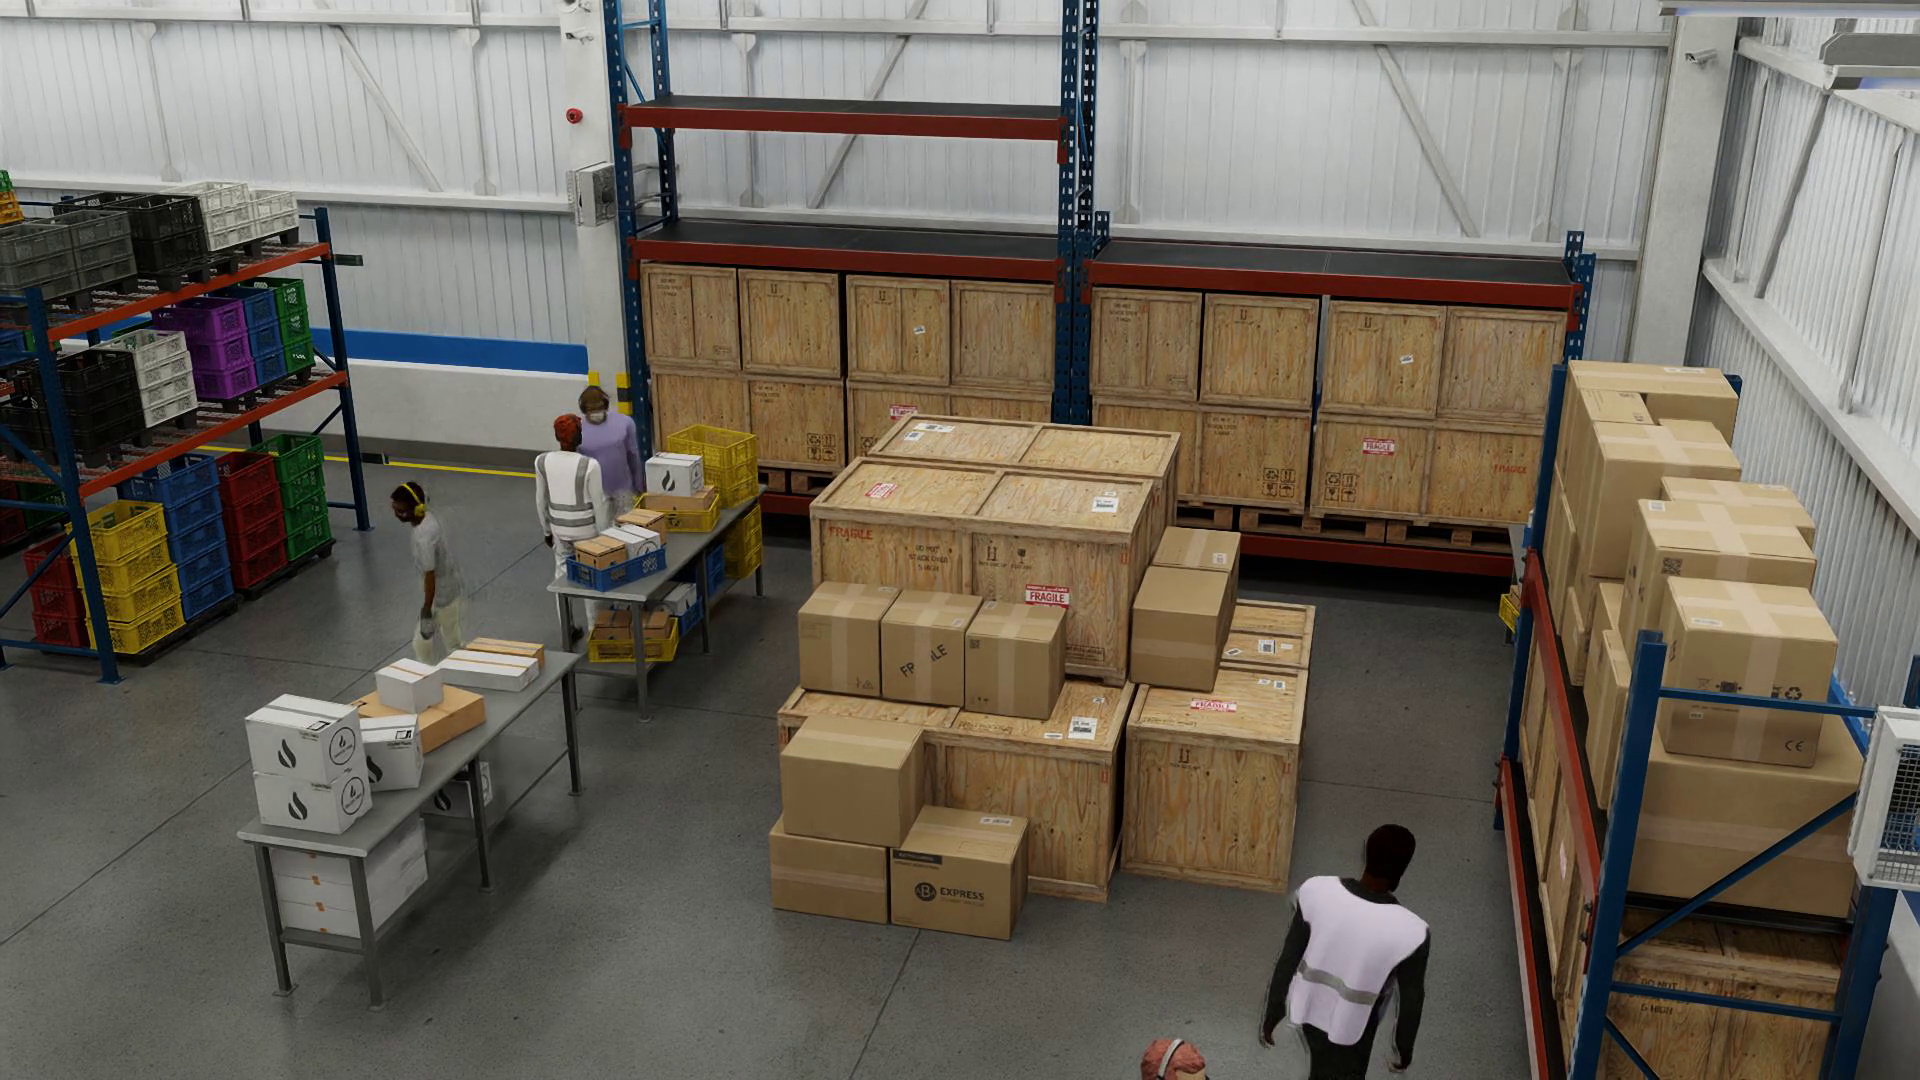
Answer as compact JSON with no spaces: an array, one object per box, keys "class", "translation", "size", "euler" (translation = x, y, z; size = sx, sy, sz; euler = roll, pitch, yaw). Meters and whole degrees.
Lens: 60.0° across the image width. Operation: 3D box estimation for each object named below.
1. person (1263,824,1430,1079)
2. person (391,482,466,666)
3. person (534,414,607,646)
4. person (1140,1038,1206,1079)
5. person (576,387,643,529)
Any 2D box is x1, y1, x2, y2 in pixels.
[{"class":"person","translation":[1.705,2.098,7.298],"size":[0.608,1.861,0.800],"euler":[17,27,38]},{"class":"person","translation":[-3.747,0.439,11.703],"size":[0.799,1.820,0.562],"euler":[-10,23,-24]},{"class":"person","translation":[-2.990,-0.063,12.933],"size":[0.576,1.881,0.352],"euler":[7,22,17]},{"class":"person","translation":[0.705,2.593,5.970],"size":[0.400,1.899,0.652],"euler":[18,27,39]},{"class":"person","translation":[-2.903,-0.352,13.718],"size":[0.676,1.860,0.956],"euler":[-10,23,-25]}]
